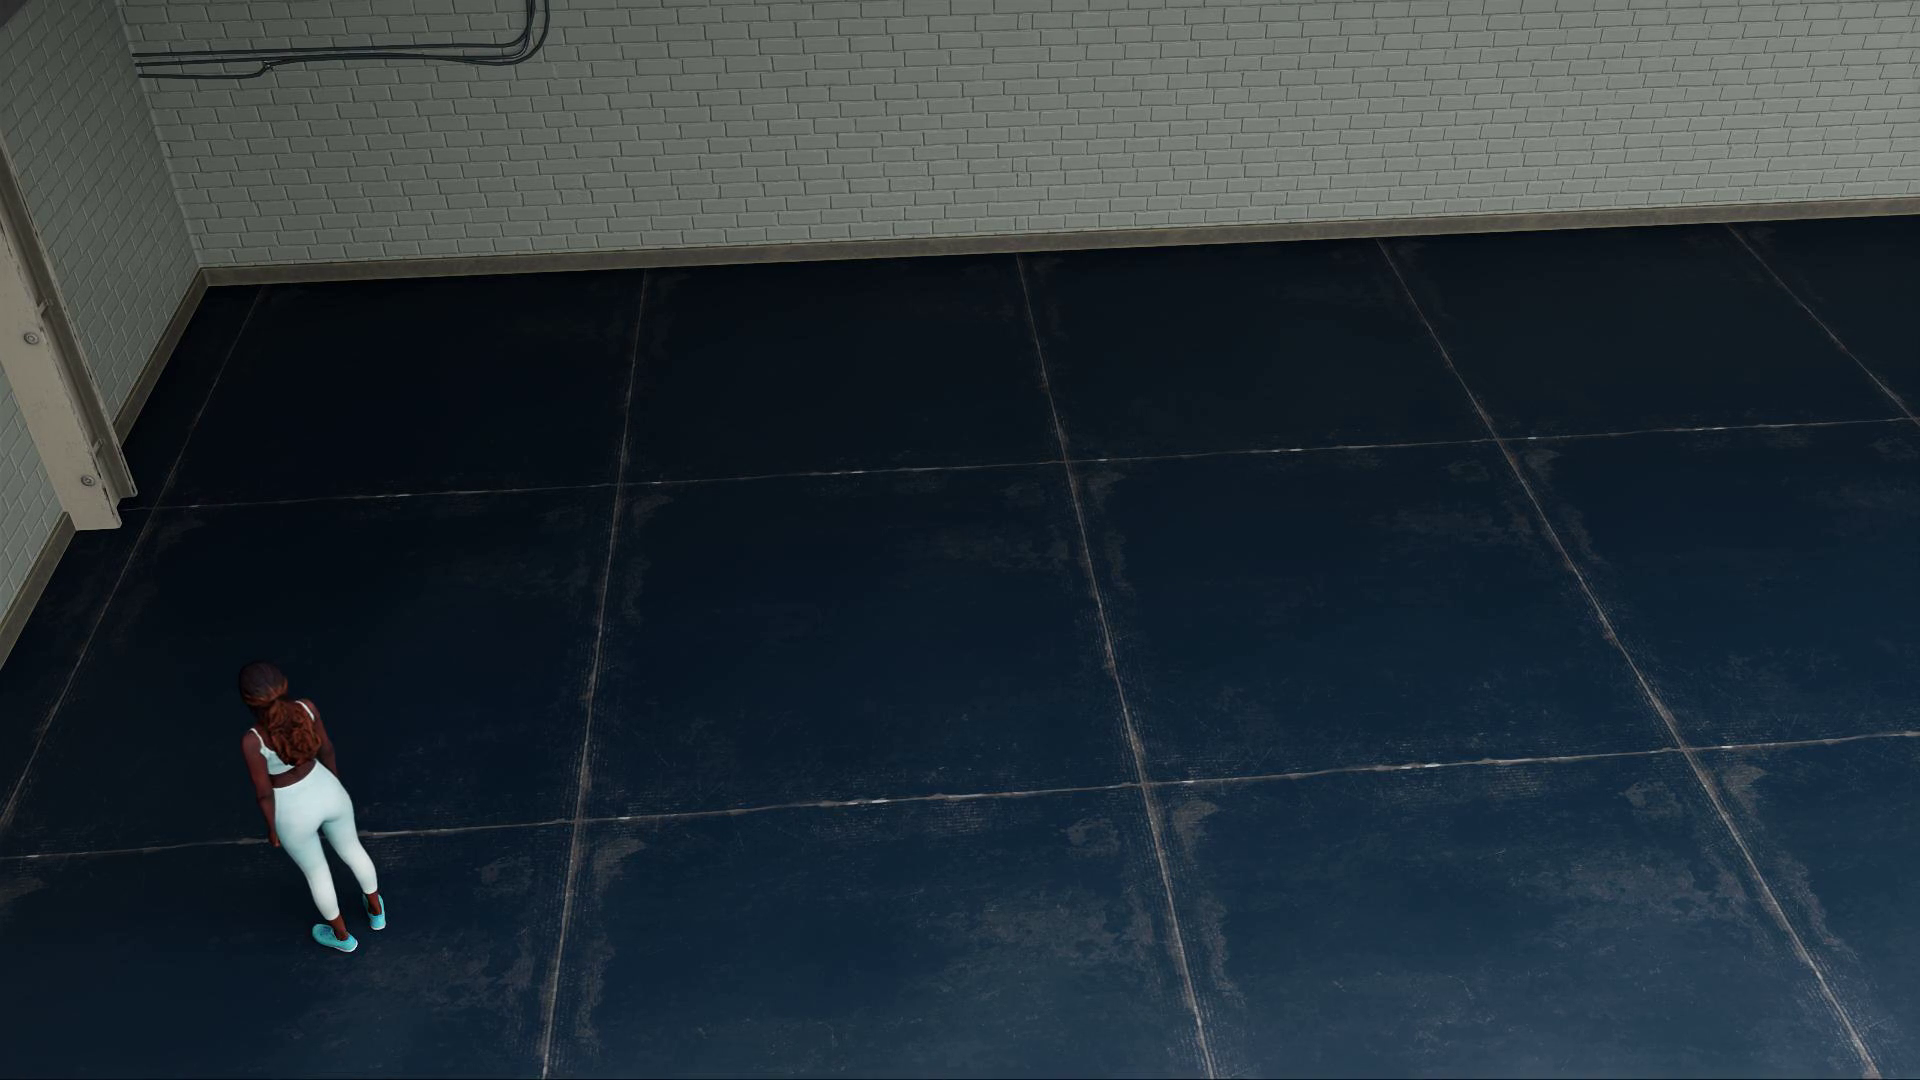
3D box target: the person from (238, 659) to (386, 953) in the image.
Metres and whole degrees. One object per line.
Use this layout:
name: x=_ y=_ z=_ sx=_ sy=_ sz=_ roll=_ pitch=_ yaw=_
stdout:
person: x=-2.986 y=1.225 z=7.616 sx=0.705 sy=1.724 sz=0.644 roll=26 pitch=45 yaw=29
